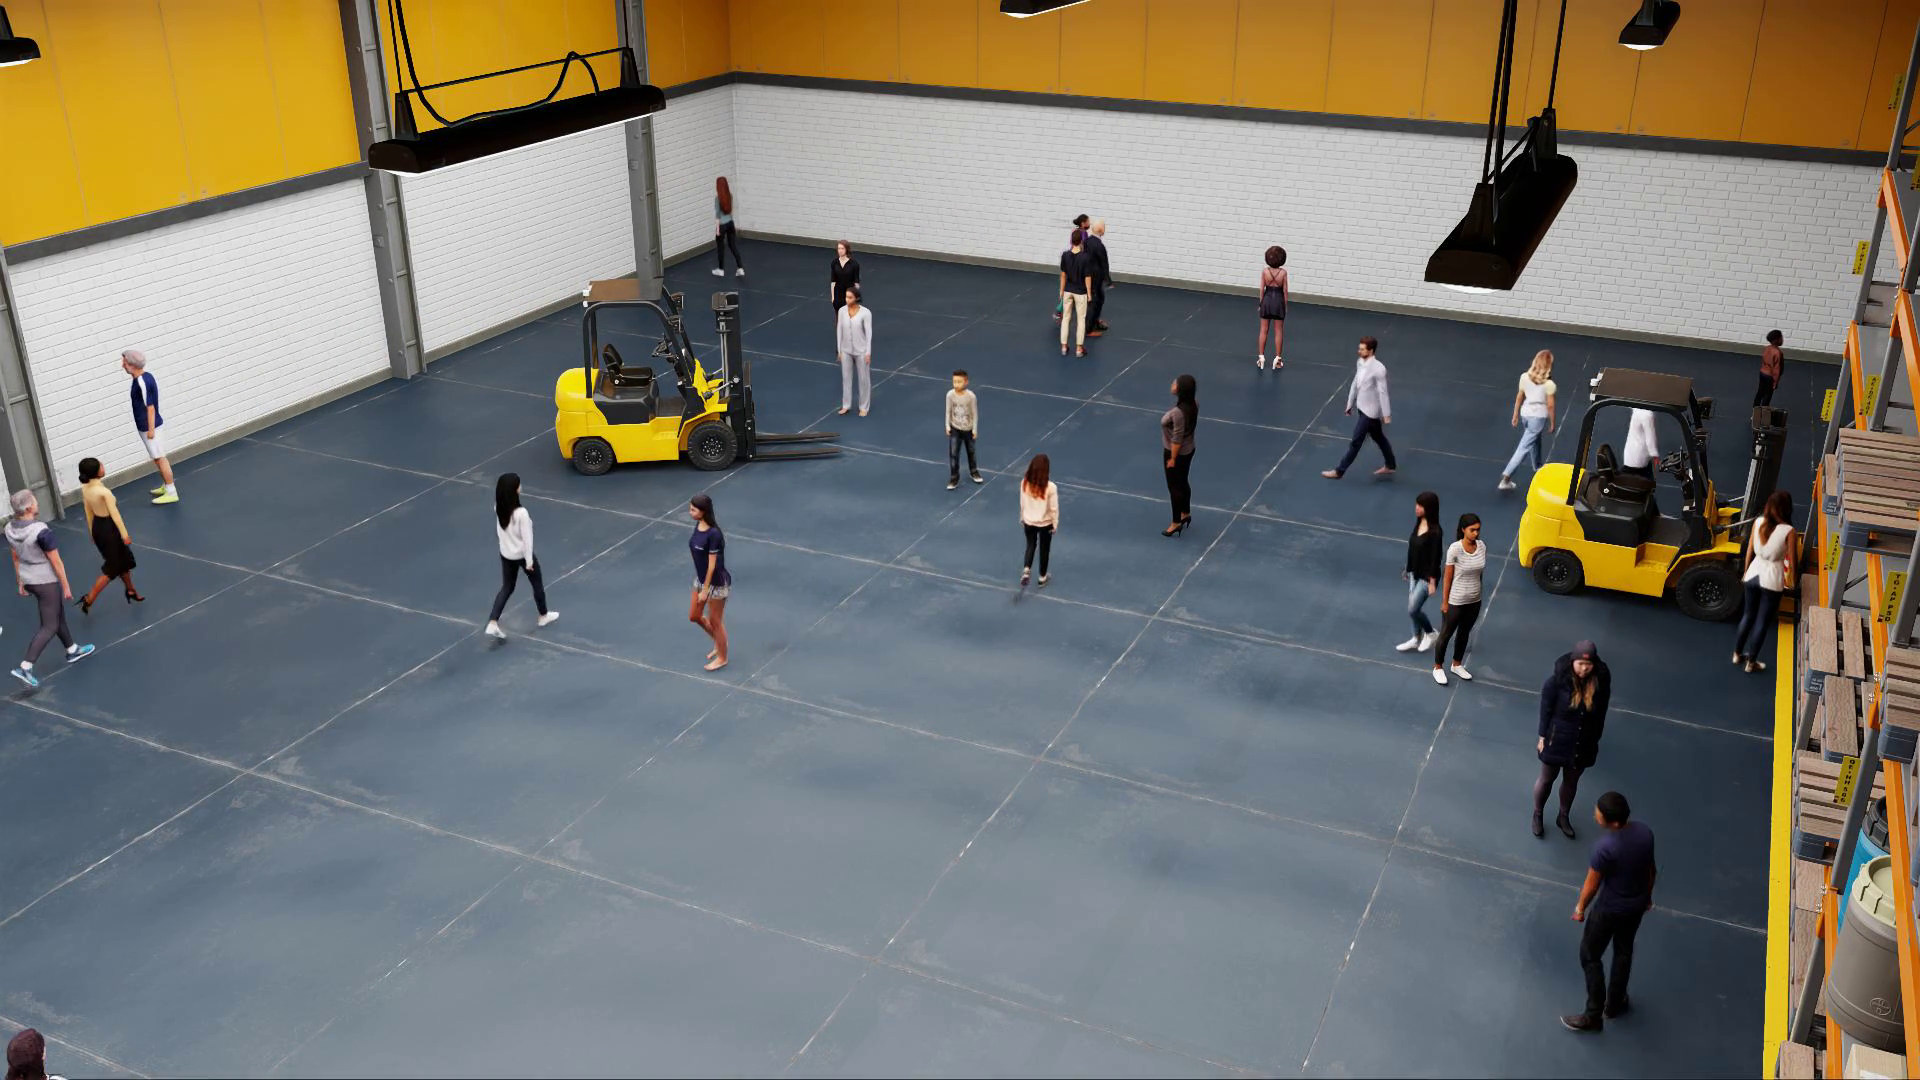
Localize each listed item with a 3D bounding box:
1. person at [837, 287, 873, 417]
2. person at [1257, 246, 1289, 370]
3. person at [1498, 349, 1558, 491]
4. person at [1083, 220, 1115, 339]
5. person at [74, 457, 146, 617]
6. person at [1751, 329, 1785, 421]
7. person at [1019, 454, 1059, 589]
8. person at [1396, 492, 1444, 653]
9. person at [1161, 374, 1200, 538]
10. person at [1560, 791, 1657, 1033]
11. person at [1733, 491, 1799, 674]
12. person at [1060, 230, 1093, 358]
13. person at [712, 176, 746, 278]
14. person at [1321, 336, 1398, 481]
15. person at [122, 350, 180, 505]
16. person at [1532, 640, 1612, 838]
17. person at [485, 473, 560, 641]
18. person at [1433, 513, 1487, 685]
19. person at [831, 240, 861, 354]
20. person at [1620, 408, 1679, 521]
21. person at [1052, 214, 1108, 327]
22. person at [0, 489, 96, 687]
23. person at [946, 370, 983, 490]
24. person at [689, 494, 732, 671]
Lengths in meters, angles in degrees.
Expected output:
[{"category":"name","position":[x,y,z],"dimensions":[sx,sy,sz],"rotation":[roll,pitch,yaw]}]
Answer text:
[{"category":"person","position":[-1.389,-2.516,22.021],"dimensions":[0.656,1.736,0.576],"rotation":[7,24,15]},{"category":"person","position":[4.479,-3.327,23.809],"dimensions":[0.594,1.789,0.575],"rotation":[7,24,15]},{"category":"person","position":[6.646,-1.346,19.426],"dimensions":[1.267,1.671,1.025],"rotation":[-16,28,-33]},{"category":"person","position":[1.966,-3.941,25.218],"dimensions":[0.922,1.786,0.861],"rotation":[-8,25,-18]},{"category":"person","position":[-8.471,0.001,16.398],"dimensions":[0.654,1.628,0.994],"rotation":[14,27,30]},{"category":"person","position":[10.598,-2.154,21.794],"dimensions":[0.661,1.254,0.568],"rotation":[-3,24,-6]},{"category":"person","position":[0.771,-0.170,16.980],"dimensions":[0.583,1.475,0.724],"rotation":[10,26,22]},{"category":"person","position":[4.430,0.314,15.670],"dimensions":[0.783,1.636,0.720],"rotation":[-7,24,-15]},{"category":"person","position":[2.425,-0.940,18.285],"dimensions":[0.717,1.841,0.539],"rotation":[12,26,26]},{"category":"person","position":[4.316,2.380,10.797],"dimensions":[0.806,1.755,0.867],"rotation":[-2,24,-5]},{"category":"person","position":[7.397,0.397,15.301],"dimensions":[0.722,1.781,0.695],"rotation":[-14,27,-29]},{"category":"person","position":[1.693,-3.622,24.409],"dimensions":[0.632,1.850,0.544],"rotation":[10,26,22]},{"category":"person","position":[-3.974,-5.346,28.501],"dimensions":[0.808,1.732,0.925],"rotation":[20,30,37]},{"category":"person","position":[4.926,-1.528,19.690],"dimensions":[1.211,1.793,1.252],"rotation":[-3,24,-7]},{"category":"person","position":[-9.331,-1.323,19.169],"dimensions":[0.745,1.835,0.715],"rotation":[-12,26,-25]},{"category":"person","position":[4.707,1.523,12.859],"dimensions":[0.755,1.674,0.758],"rotation":[2,24,4]},{"category":"person","position":[-4.323,0.173,15.953],"dimensions":[0.672,1.668,1.077],"rotation":[13,27,27]},{"category":"person","position":[4.578,0.520,15.187],"dimensions":[0.654,1.646,0.715],"rotation":[-9,25,-19]},{"category":"person","position":[-1.688,-3.589,24.516],"dimensions":[0.627,1.704,0.565],"rotation":[5,24,12]},{"category":"person","position":[7.398,-0.927,18.362],"dimensions":[0.766,1.756,1.115],"rotation":[8,25,17]},{"category":"person","position":[1.802,-4.178,25.810],"dimensions":[1.045,1.747,1.119],"rotation":[-2,24,-5]},{"category":"person","position":[-8.441,0.452,15.155],"dimensions":[0.720,1.797,1.170],"rotation":[10,25,21]},{"category":"person","position":[0.063,-1.343,19.717],"dimensions":[0.686,1.432,0.830],"rotation":[3,24,6]},{"category":"person","position":[-2.216,0.383,15.369],"dimensions":[0.748,1.752,0.695],"rotation":[-15,28,-31]}]
